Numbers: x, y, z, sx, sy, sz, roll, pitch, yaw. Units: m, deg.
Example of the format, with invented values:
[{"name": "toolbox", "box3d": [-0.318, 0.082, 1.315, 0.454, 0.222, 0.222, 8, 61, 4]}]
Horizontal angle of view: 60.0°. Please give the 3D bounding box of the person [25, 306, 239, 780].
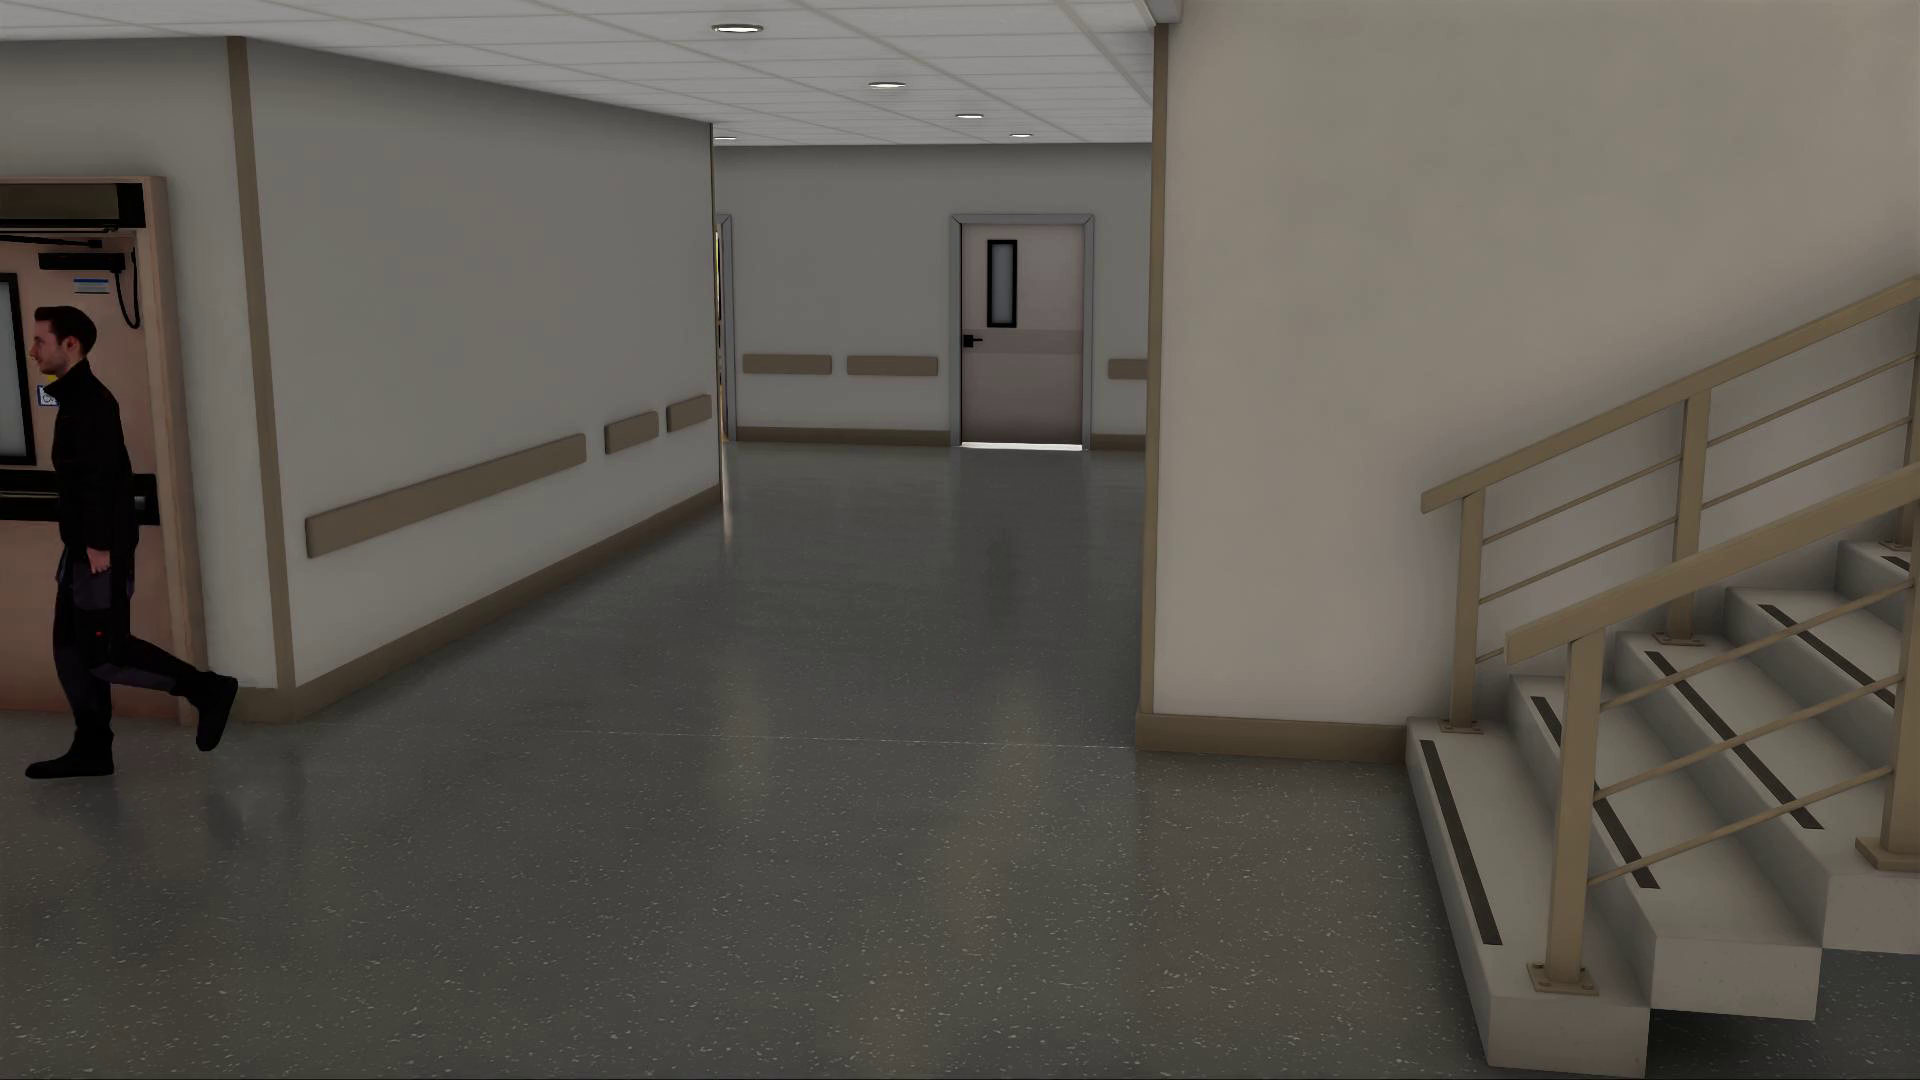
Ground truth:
[{"name": "person", "box3d": [-3.346, 0.033, 6.606, 1.114, 1.891, 1.069, -8, 13, -36]}]
